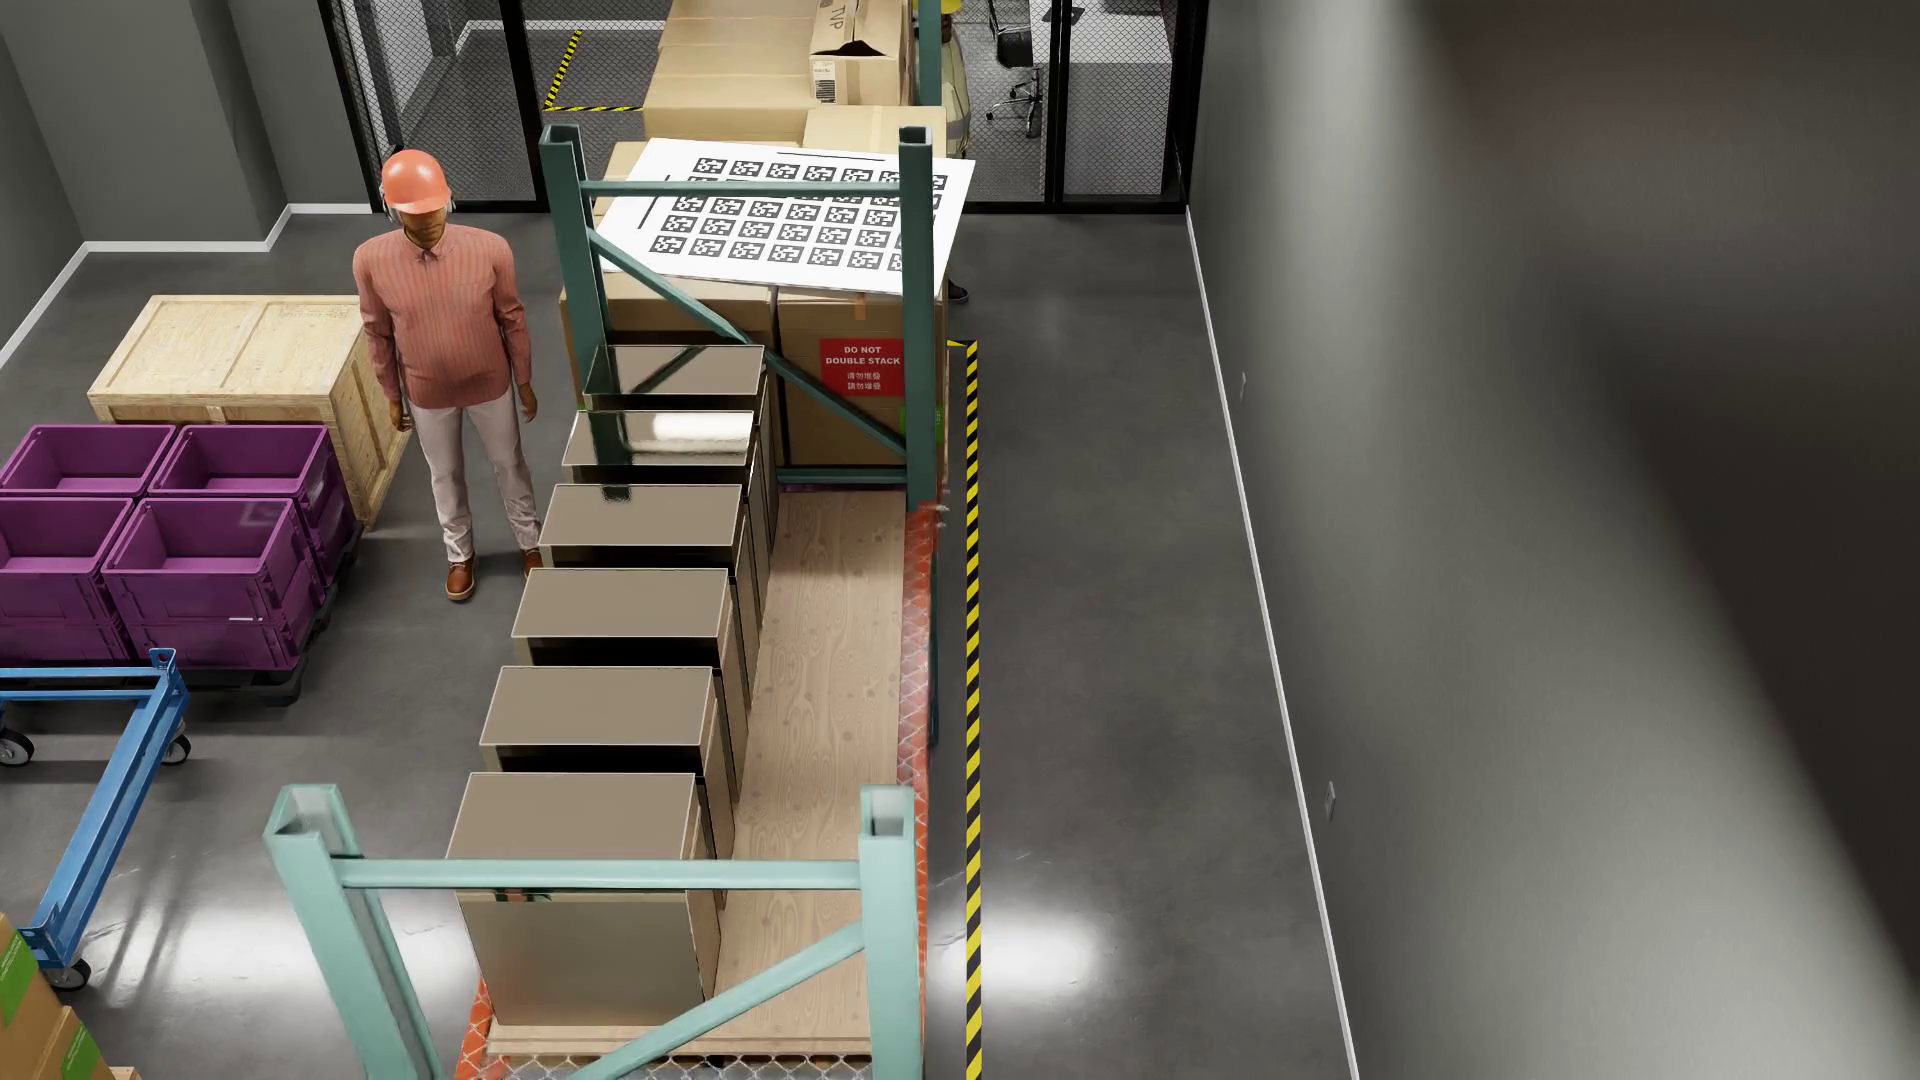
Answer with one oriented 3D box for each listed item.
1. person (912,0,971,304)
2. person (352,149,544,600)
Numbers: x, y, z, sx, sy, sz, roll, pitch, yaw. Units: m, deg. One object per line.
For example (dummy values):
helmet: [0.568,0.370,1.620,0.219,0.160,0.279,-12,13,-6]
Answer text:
person: [-0.149,-1.908,8.145,0.403,1.835,0.587,21,45,22]
person: [-1.976,-0.621,6.552,0.608,1.997,0.375,-9,42,-11]
